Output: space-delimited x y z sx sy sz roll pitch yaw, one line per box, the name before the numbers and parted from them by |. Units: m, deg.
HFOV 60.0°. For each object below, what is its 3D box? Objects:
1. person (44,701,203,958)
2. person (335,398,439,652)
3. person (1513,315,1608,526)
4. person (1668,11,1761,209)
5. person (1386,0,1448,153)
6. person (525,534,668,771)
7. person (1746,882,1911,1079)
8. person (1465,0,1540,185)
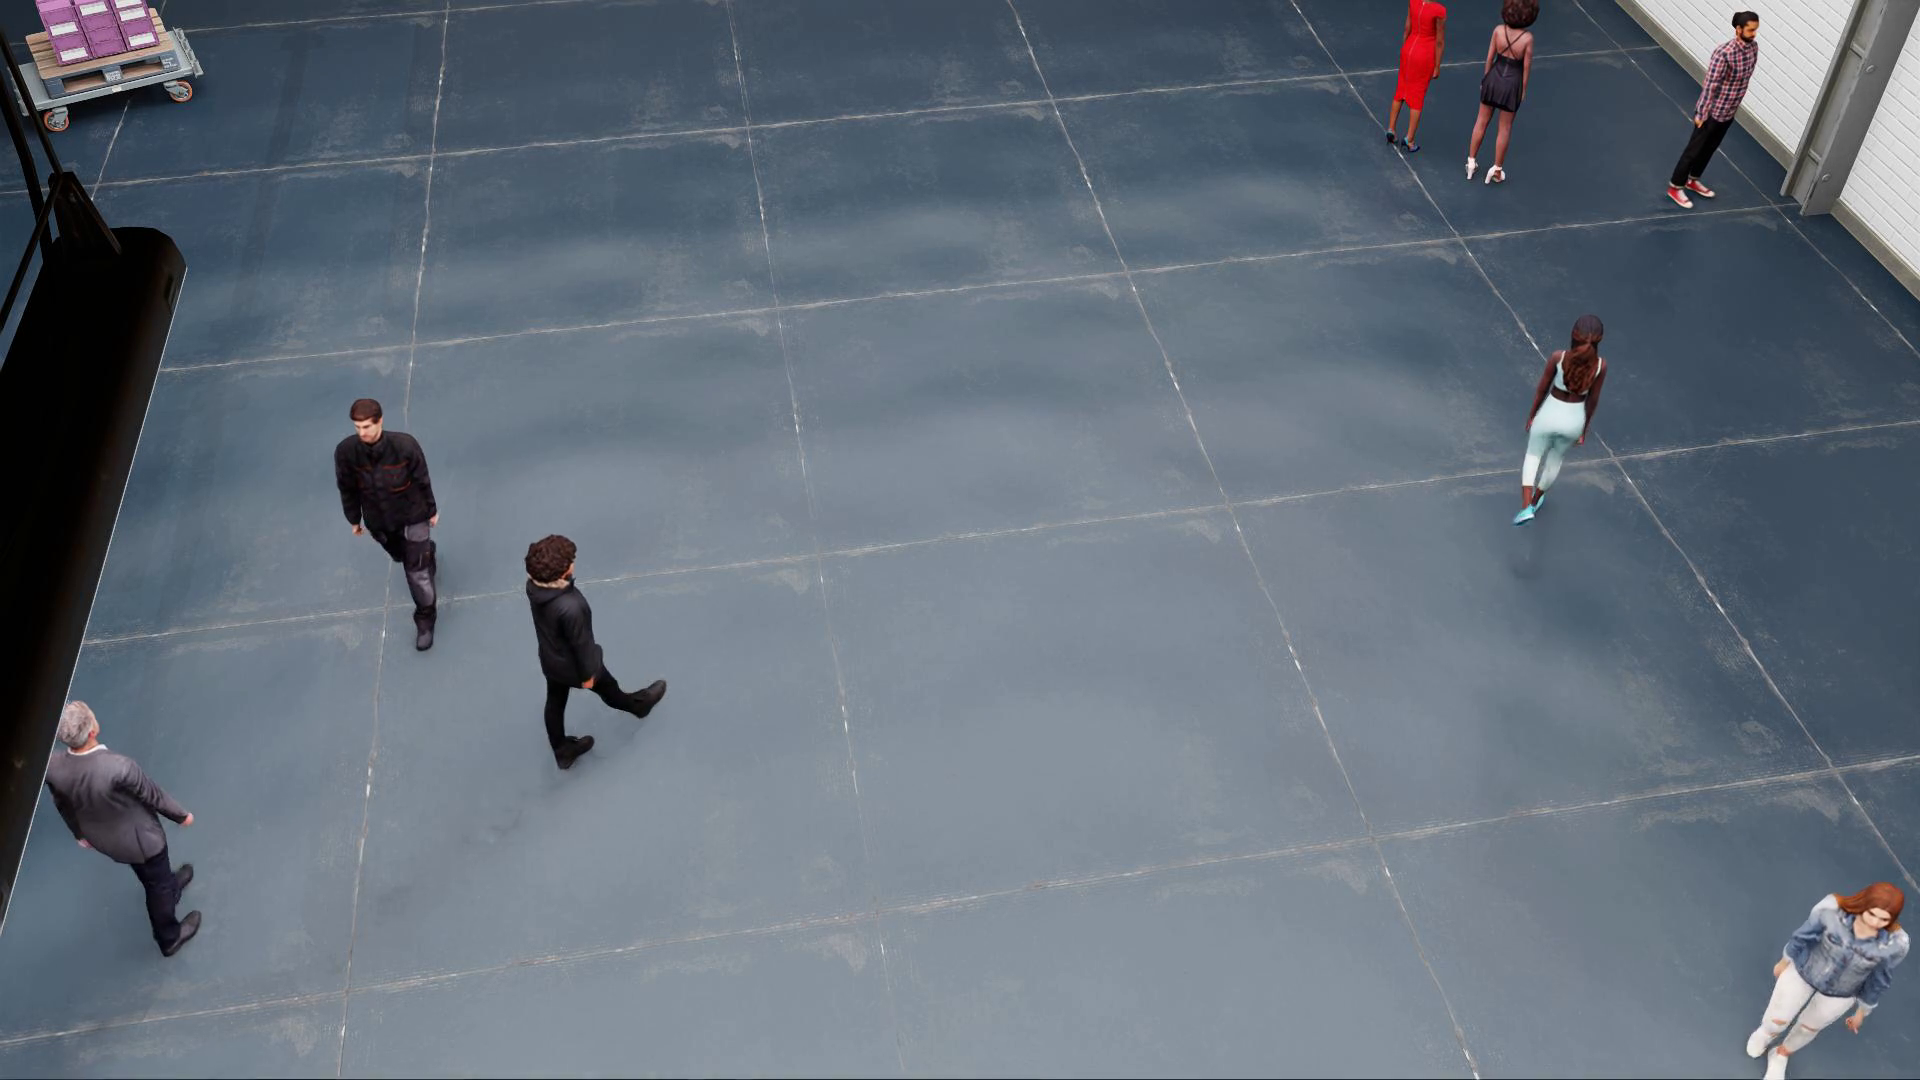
person | -4.456 1.597 8.821 0.884 1.817 0.954 10 44 10
person | -3.614 -0.216 10.733 0.840 1.805 1.193 0 44 0
person | 4.090 -0.752 11.364 0.819 1.711 0.958 15 46 15
person | 6.616 -3.780 14.507 0.768 1.761 0.734 -26 49 -25
person | 4.161 -4.361 15.129 0.699 1.744 0.586 -29 51 -27
person | -2.367 0.726 9.791 1.086 1.742 1.096 31 52 29
person | 4.348 2.144 8.341 0.756 1.689 0.815 25 49 24
person | 4.797 -3.988 14.705 0.654 1.789 0.715 26 49 25
